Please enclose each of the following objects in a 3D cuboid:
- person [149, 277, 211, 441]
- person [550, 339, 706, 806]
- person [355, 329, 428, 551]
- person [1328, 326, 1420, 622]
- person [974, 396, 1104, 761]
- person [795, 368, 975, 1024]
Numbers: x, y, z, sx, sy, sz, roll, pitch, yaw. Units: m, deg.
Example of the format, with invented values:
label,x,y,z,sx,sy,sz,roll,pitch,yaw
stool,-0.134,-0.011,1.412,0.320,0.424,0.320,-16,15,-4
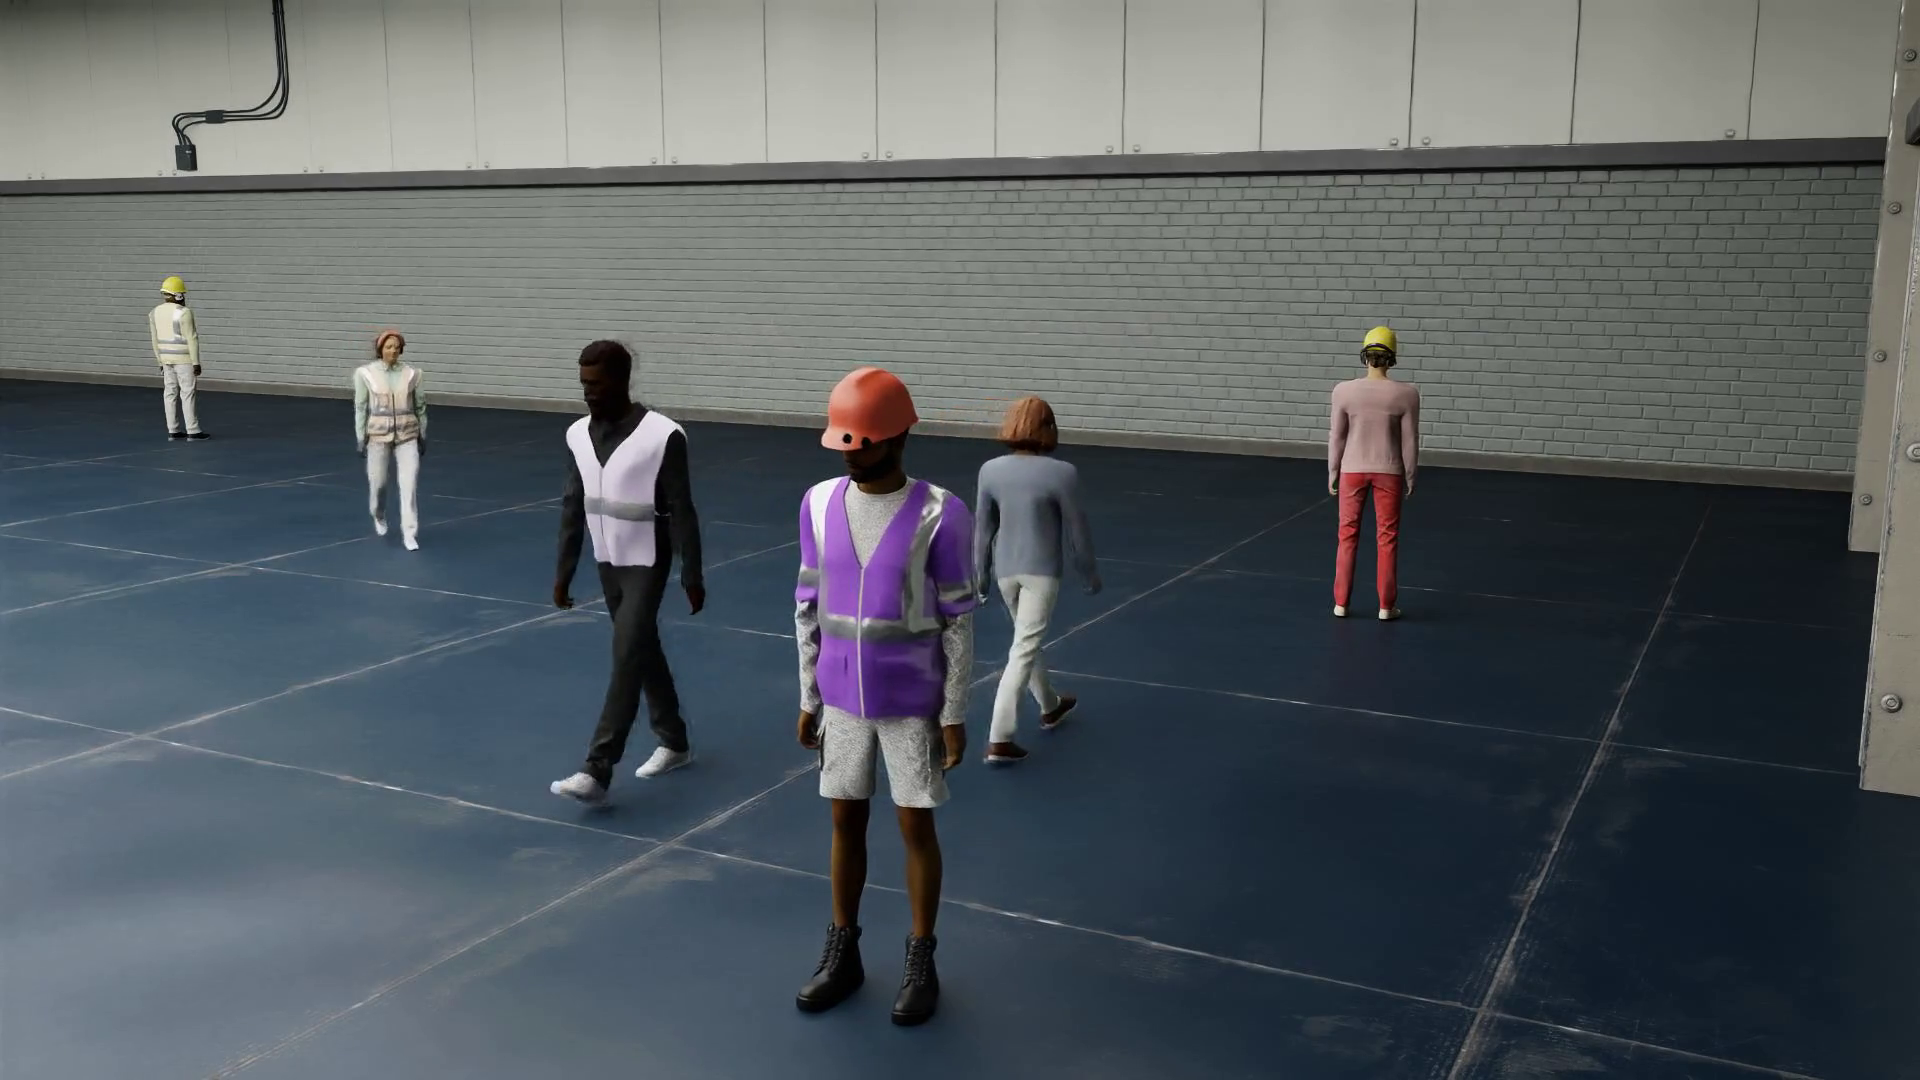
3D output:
label,x,y,z,sx,sy,sz,roll,pitch,yaw
person,-8.729,-2.017,18.606,0.589,1.834,0.403,4,11,20
person,-1.433,0.134,6.774,0.606,1.867,0.973,7,12,33
person,-4.204,-0.757,12.300,0.523,1.616,0.685,-5,12,-27
person,2.463,-0.391,9.949,0.526,1.760,0.335,3,11,16
person,0.326,0.156,7.436,0.513,1.586,0.879,8,13,35
person,-0.237,0.460,4.847,0.545,1.927,0.385,4,11,21
